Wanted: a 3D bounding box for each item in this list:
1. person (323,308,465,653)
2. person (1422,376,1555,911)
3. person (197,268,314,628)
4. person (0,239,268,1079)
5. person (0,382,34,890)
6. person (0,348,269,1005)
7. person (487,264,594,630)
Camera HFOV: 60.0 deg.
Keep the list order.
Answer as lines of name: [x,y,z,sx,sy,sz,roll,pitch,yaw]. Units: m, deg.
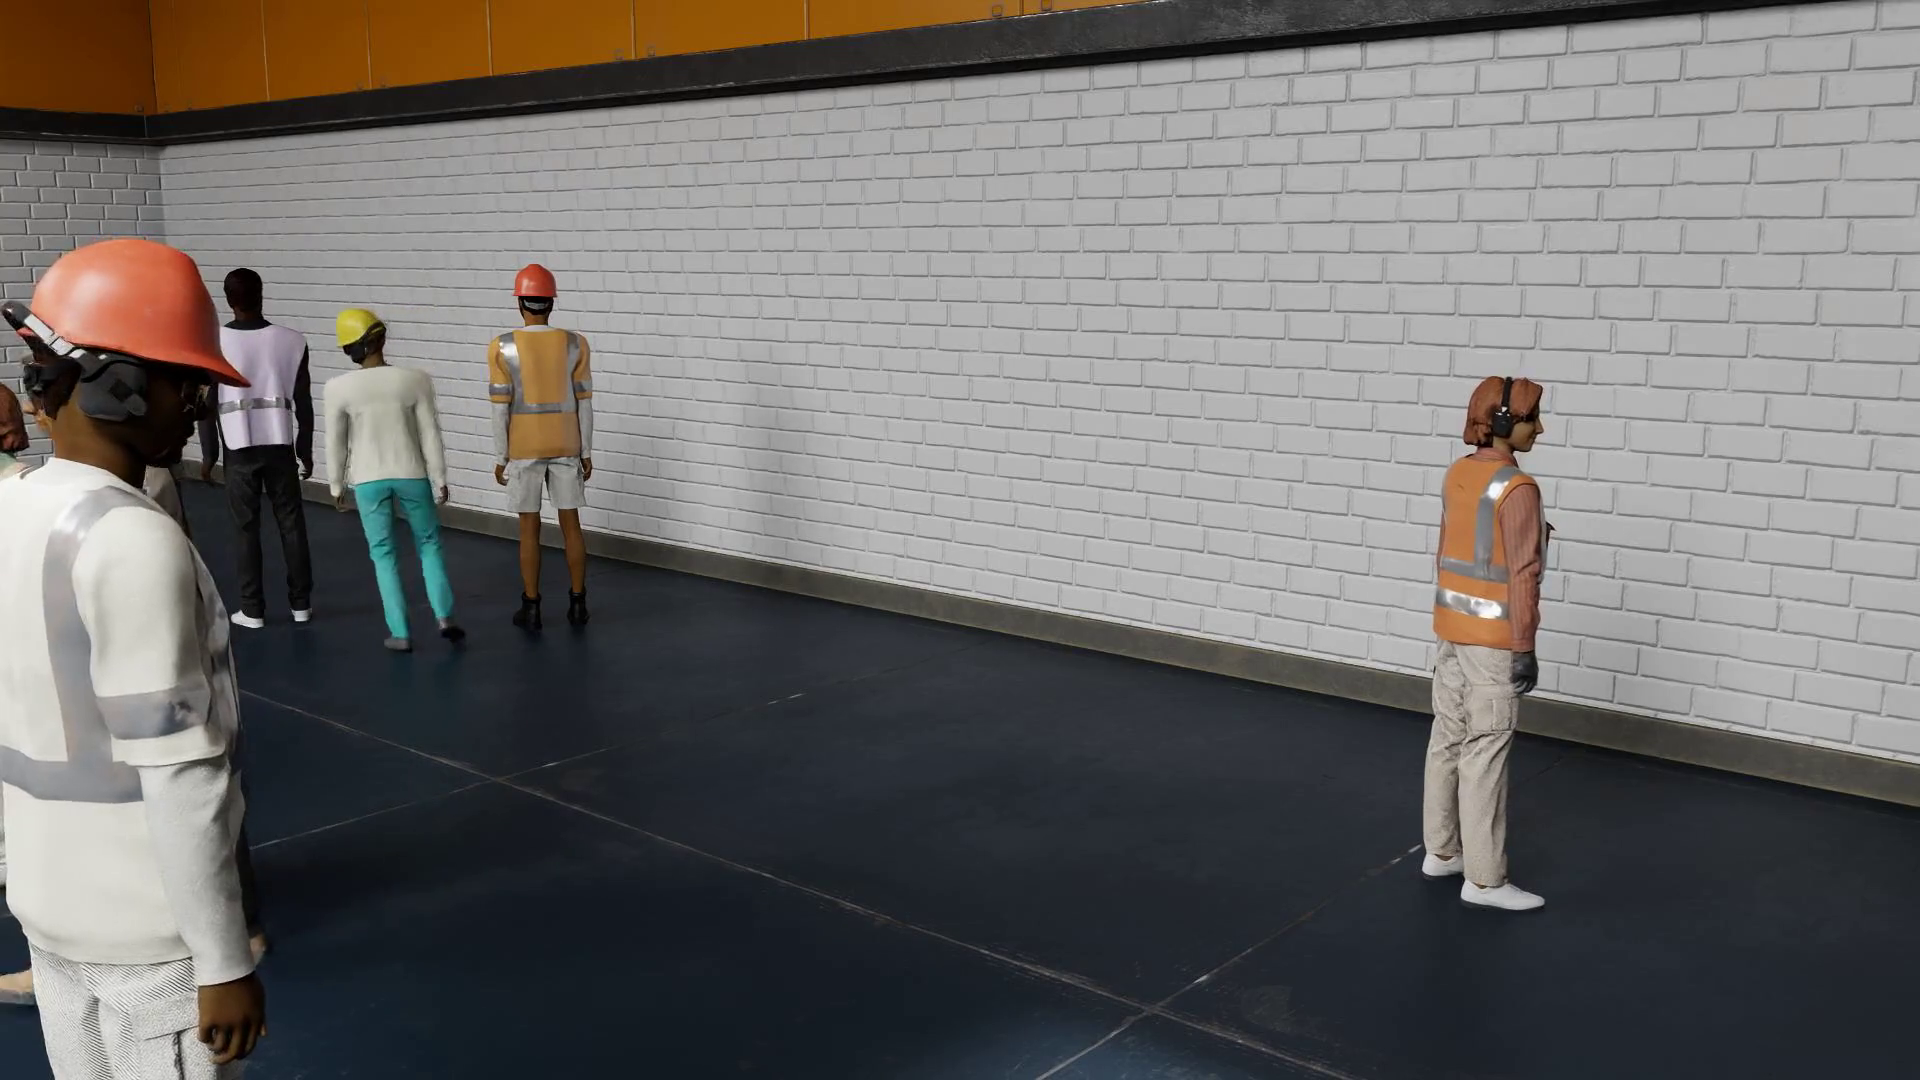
person: [-2.863,-0.292,8.332,0.585,1.725,0.434,-4,11,-24]
person: [1.627,0.312,5.156,0.314,1.636,0.515,-2,10,-9]
person: [-3.754,-0.484,8.895,0.590,1.916,0.393,-7,12,-34]
person: [-1.264,0.560,2.615,0.605,2.033,0.392,9,13,41]
person: [-2.895,0.326,5.078,0.515,1.636,0.314,6,11,29]
person: [-2.273,0.359,4.394,0.814,1.806,0.516,-8,13,-40]
person: [-2.223,-0.488,8.856,0.543,1.938,0.357,-5,11,-25]
